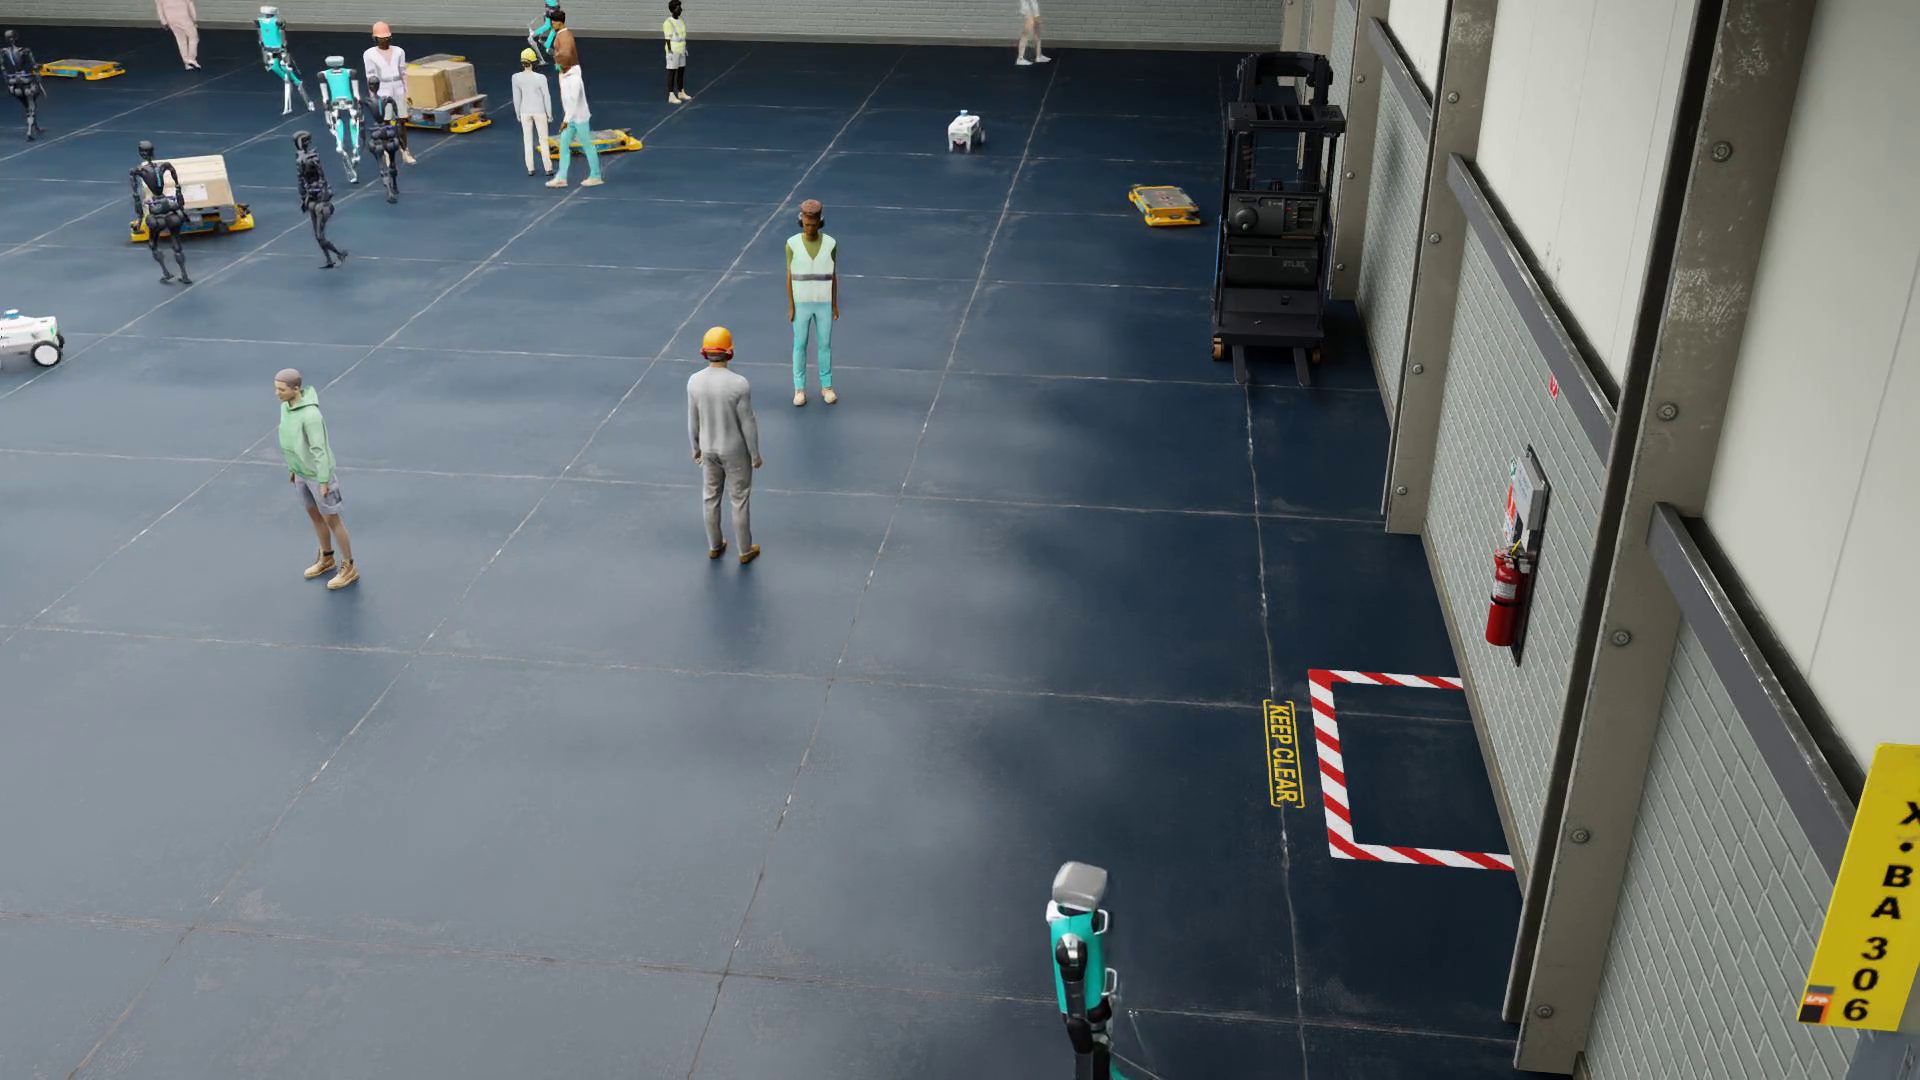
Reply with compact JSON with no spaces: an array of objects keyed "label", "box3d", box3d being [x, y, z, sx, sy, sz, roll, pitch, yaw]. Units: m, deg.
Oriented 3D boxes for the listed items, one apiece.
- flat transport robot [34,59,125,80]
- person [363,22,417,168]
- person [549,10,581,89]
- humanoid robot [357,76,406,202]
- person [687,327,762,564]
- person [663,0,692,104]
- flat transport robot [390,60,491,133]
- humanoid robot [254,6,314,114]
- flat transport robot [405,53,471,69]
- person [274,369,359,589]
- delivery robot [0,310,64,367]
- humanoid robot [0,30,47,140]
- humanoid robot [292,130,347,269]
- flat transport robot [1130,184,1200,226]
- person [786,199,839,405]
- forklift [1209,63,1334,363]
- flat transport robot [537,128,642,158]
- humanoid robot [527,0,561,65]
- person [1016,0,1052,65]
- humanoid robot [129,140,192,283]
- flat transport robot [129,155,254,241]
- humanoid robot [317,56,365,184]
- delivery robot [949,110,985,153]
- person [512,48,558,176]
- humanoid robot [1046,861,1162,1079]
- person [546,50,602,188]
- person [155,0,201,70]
[{"label":"flat transport robot","box3d":[-15.981,-8.535,30.177,1.431,0.231,0.659,8,28,15]},{"label":"person","box3d":[-8.204,-6.420,23.979,0.604,2.043,0.372,-21,33,-35]},{"label":"person","box3d":[-6.148,-7.341,26.041,0.418,1.843,0.792,-7,28,-15]},{"label":"humanoid robot","box3d":[-7.805,-5.415,22.432,0.612,1.633,0.753,-18,32,-32]},{"label":"person","box3d":[-1.804,-0.719,12.770,0.569,1.889,0.389,7,28,14]},{"label":"person","box3d":[-4.765,-8.219,27.962,0.322,1.691,0.530,12,29,22]},{"label":"flat transport robot","box3d":[-8.293,-6.688,26.490,1.431,0.231,0.659,9,28,17]},{"label":"humanoid robot","box3d":[-10.965,-7.806,27.155,0.549,1.848,0.858,7,28,14]},{"label":"flat transport robot","box3d":[-9.653,-8.667,30.441,0.659,0.231,1.431,9,28,17]},{"label":"person","box3d":[-4.842,-0.474,12.454,0.469,1.735,0.324,19,32,33]},{"label":"delivery robot","box3d":[-9.540,-2.048,16.881,0.756,0.571,0.499,-11,29,-21]},{"label":"humanoid robot","box3d":[-14.460,-7.026,25.656,0.600,1.632,0.783,-1,27,-3]},{"label":"humanoid robot","box3d":[-7.557,-3.992,19.525,0.610,1.646,0.346,21,33,35]},{"label":"flat transport robot","box3d":[2.696,-4.428,21.978,0.659,0.231,1.431,-2,27,-5]},{"label":"person","box3d":[-1.392,-2.255,15.736,0.484,1.979,0.402,-5,27,-10]},{"label":"forklift","box3d":[3.241,-3.477,17.183,1.129,2.768,1.873,3,27,6]},{"label":"flat transport robot","box3d":[-5.579,-5.964,25.044,1.431,0.231,0.659,-13,29,-24]},{"label":"humanoid robot","box3d":[-7.565,-9.484,30.422,0.985,1.737,0.548,-17,31,-30]},{"label":"person","box3d":[1.416,-9.772,30.886,0.816,1.845,0.533,-2,27,-5]},{"label":"humanoid robot","box3d":[-9.144,-3.754,19.059,0.397,1.640,0.605,21,34,36]},{"label":"flat transport robot","box3d":[-9.823,-4.072,21.268,1.431,0.231,0.659,-12,29,-22]},{"label":"humanoid robot","box3d":[-8.482,-5.737,22.980,0.539,1.732,1.006,-10,28,-19]},{"label":"delivery robot","box3d":[0.068,-6.205,25.202,0.499,0.590,0.793,6,27,12]},{"label":"person","box3d":[-6.026,-6.042,23.529,0.530,1.767,0.326,2,27,5]},{"label":"humanoid robot","box3d":[0.677,2.171,7.161,0.947,1.747,0.546,3,27,7]},{"label":"person","box3d":[-5.390,-5.756,22.837,0.911,1.871,0.482,-18,32,-32]},{"label":"person","box3d":[-14.228,-9.499,30.306,0.666,1.869,0.497,-2,27,-4]}]
